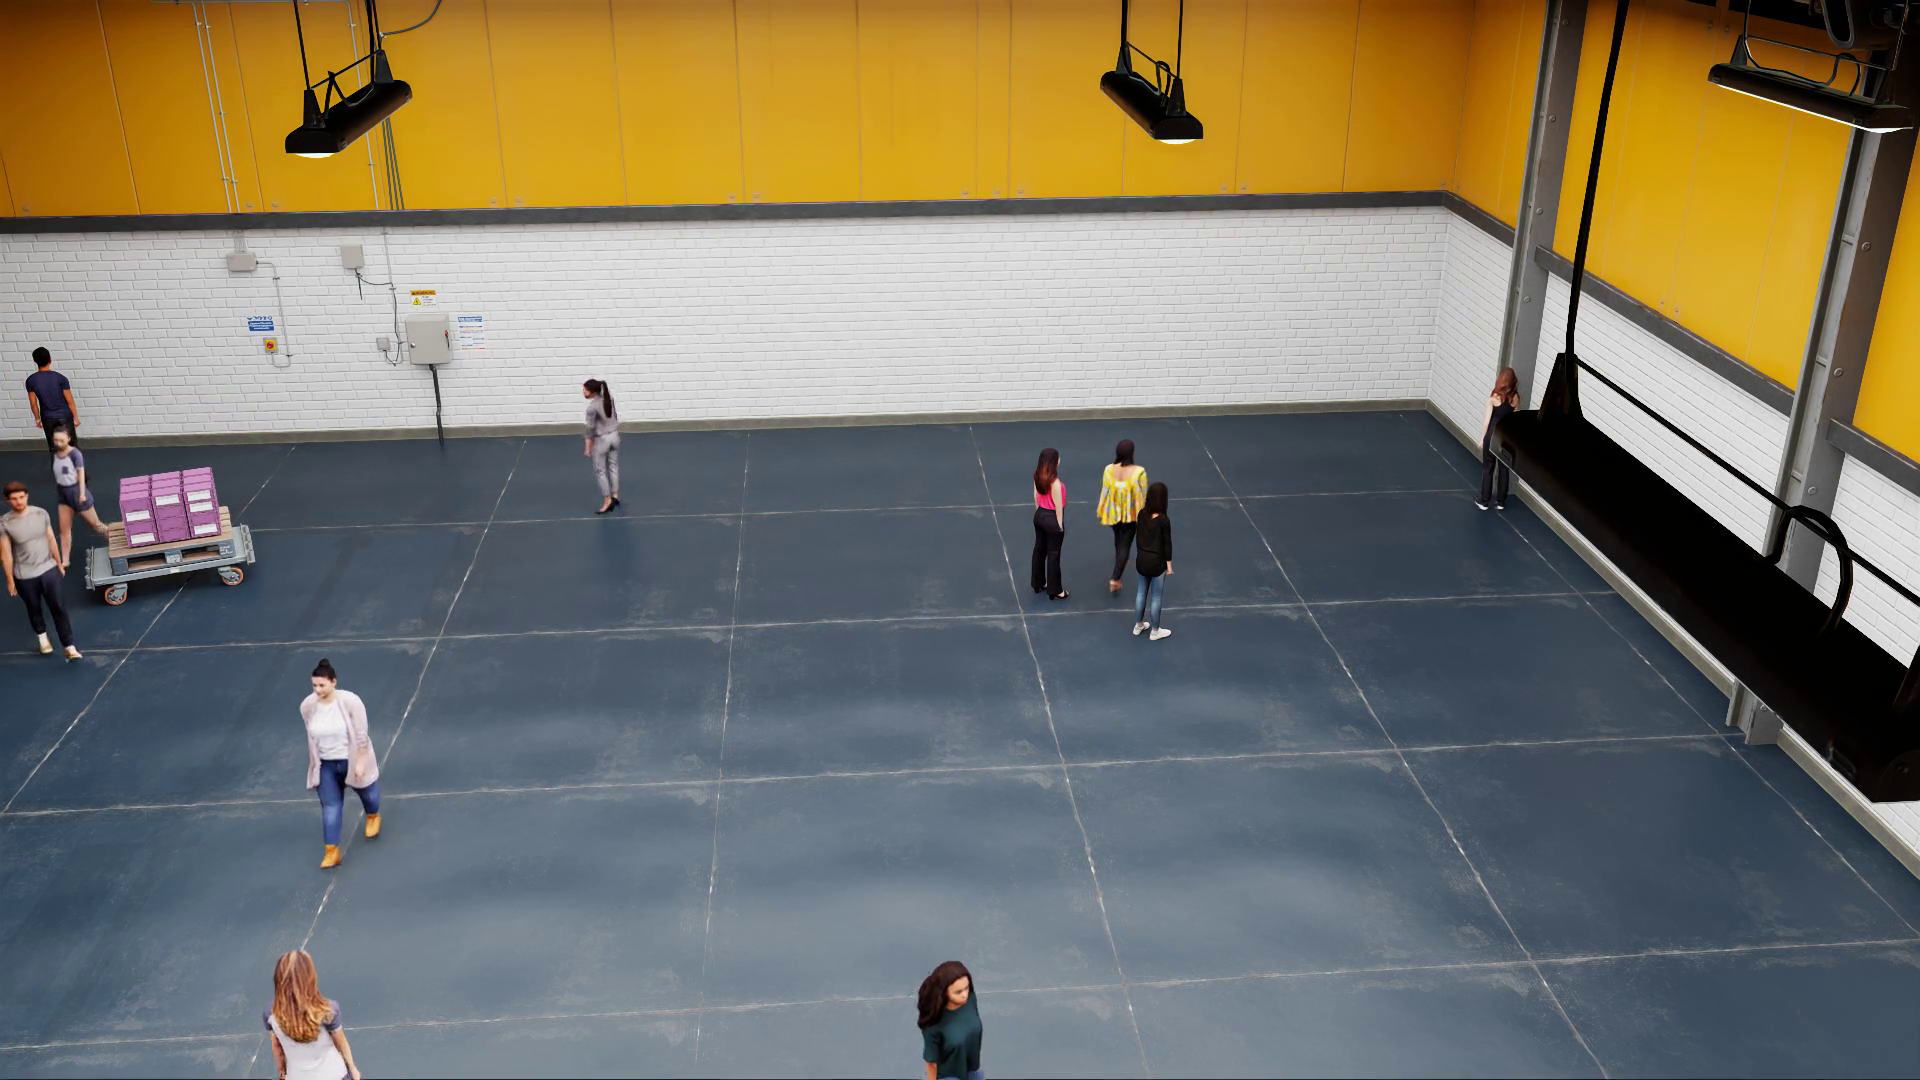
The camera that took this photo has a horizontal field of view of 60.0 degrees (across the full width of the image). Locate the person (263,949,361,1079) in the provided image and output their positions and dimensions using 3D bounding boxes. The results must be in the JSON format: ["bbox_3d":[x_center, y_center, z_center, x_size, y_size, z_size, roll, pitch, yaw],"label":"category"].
[{"bbox_3d":[-3.763,3.193,9.675,0.734,1.710,1.061,2,24,5],"label":"person"}]

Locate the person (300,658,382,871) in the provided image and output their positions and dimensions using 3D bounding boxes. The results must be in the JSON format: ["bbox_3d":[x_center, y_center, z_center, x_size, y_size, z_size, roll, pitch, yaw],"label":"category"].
[{"bbox_3d":[-4.830,1.687,13.145,0.716,1.691,1.108,-1,24,-1],"label":"person"}]

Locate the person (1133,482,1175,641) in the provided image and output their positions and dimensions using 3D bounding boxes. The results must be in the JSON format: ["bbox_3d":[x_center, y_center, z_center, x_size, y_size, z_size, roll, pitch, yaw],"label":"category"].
[{"bbox_3d":[1.921,0.199,16.605,0.646,1.646,0.715,20,31,38],"label":"person"}]

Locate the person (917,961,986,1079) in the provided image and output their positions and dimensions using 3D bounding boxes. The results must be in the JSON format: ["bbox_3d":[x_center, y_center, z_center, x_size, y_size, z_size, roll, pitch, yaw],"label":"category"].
[{"bbox_3d":[-0.084,3.147,9.913,0.775,1.604,0.841,-21,31,-39],"label":"person"}]

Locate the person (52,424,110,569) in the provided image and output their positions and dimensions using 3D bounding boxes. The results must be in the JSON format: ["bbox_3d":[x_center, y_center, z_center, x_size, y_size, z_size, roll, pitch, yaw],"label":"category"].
[{"bbox_3d":[-9.617,-0.493,18.243,0.941,1.601,1.115,13,27,27],"label":"person"}]

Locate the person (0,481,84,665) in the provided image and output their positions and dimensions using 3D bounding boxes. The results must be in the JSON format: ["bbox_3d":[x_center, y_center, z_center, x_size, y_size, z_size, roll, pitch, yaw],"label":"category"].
[{"bbox_3d":[-8.999,0.291,16.143,1.103,1.848,1.277,-18,29,-35],"label":"person"}]

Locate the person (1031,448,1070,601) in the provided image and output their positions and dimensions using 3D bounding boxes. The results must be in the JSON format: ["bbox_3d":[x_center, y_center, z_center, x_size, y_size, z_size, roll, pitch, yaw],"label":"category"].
[{"bbox_3d":[0.943,-0.186,17.468,0.722,1.659,0.611,-15,28,-31],"label":"person"}]

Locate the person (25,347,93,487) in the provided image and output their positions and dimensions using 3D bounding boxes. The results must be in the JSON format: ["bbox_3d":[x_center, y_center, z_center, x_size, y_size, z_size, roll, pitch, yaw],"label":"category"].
[{"bbox_3d":[-11.010,-1.479,20.258,0.693,1.794,0.608,-8,25,-17],"label":"person"}]

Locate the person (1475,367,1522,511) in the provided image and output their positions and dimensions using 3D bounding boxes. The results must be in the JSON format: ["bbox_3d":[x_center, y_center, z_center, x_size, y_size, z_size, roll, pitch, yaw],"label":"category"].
[{"bbox_3d":[6.389,-1.203,19.684,0.598,1.748,0.543,0,24,0],"label":"person"}]

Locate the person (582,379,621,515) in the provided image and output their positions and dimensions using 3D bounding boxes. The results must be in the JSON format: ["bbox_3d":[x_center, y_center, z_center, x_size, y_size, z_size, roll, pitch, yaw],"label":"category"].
[{"bbox_3d":[-4.179,-1.147,19.673,0.773,1.654,0.871,-20,31,-39],"label":"person"}]

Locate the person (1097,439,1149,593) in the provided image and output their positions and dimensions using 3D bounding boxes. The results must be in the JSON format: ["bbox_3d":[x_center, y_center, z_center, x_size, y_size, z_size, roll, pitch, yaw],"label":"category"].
[{"bbox_3d":[1.712,-0.219,17.607,1.032,1.609,1.169,12,26,25],"label":"person"}]
